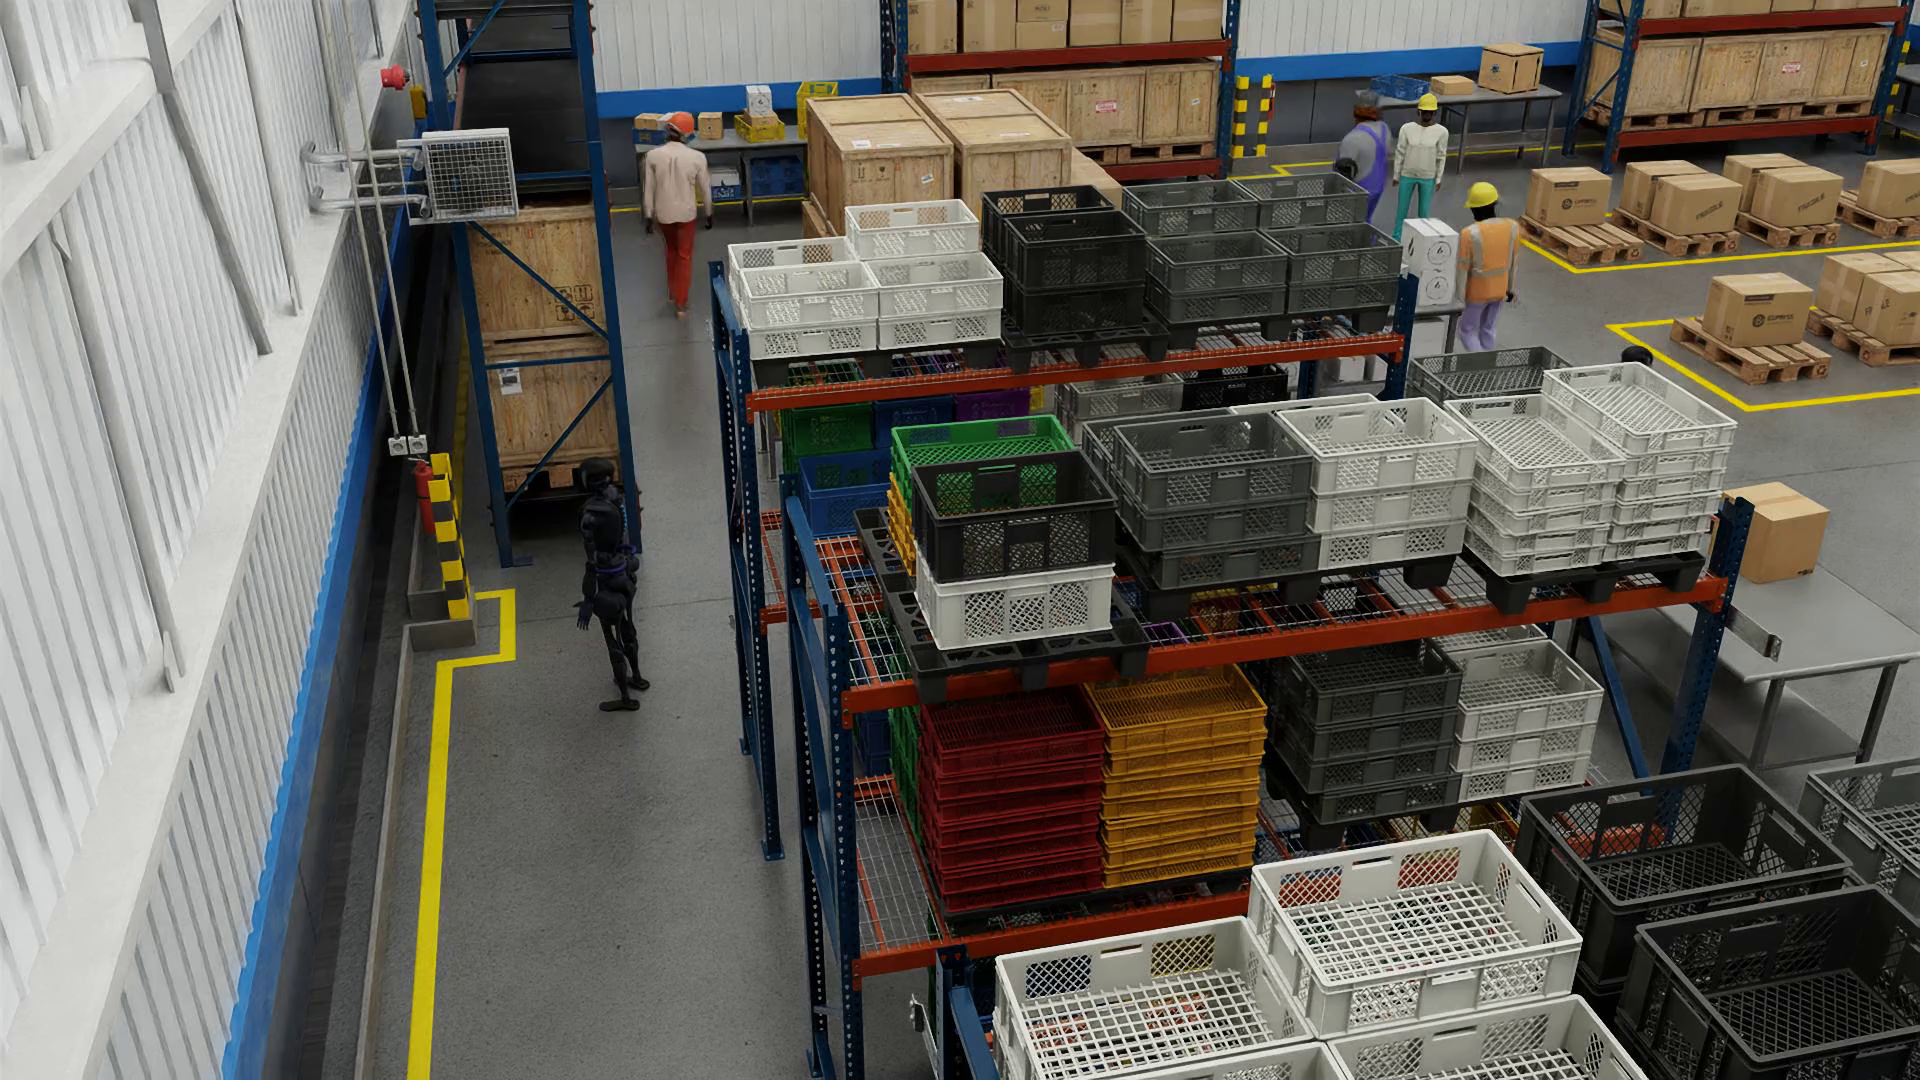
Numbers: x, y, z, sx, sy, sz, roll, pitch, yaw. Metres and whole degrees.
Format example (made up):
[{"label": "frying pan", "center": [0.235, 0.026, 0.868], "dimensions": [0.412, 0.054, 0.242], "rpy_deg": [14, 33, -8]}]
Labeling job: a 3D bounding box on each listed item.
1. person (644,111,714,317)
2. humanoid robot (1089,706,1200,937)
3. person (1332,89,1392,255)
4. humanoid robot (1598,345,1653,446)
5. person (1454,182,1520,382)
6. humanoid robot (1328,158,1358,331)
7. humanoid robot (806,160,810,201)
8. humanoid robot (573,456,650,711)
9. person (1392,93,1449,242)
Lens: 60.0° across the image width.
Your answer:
[{"label": "person", "center": [-2.745, -3.192, 16.300], "dimensions": [0.636, 1.945, 0.740], "rpy_deg": [3, 28, 6]}, {"label": "humanoid robot", "center": [0.869, 1.382, 7.970], "dimensions": [0.701, 1.643, 0.563], "rpy_deg": [-3, 28, -6]}, {"label": "person", "center": [4.071, -3.585, 16.950], "dimensions": [0.639, 2.000, 0.773], "rpy_deg": [24, 36, 38]}, {"label": "humanoid robot", "center": [4.580, -0.588, 11.650], "dimensions": [0.380, 1.651, 0.595], "rpy_deg": [0, 28, 1]}, {"label": "person", "center": [4.571, -2.139, 14.370], "dimensions": [0.684, 1.890, 0.586], "rpy_deg": [-8, 29, -15]}, {"label": "humanoid robot", "center": [3.582, -2.848, 15.938], "dimensions": [0.370, 1.647, 0.573], "rpy_deg": [-1, 28, -1]}, {"label": "humanoid robot", "center": [-1.351, -3.897, 17.953], "dimensions": [0.657, 1.641, 0.352], "rpy_deg": [-21, 35, -35]}, {"label": "humanoid robot", "center": [-2.127, 0.250, 10.046], "dimensions": [0.330, 1.657, 0.586], "rpy_deg": [4, 28, 8]}, {"label": "person", "center": [4.906, -3.895, 17.826], "dimensions": [0.531, 1.772, 0.298], "rpy_deg": [9, 29, 17]}]
